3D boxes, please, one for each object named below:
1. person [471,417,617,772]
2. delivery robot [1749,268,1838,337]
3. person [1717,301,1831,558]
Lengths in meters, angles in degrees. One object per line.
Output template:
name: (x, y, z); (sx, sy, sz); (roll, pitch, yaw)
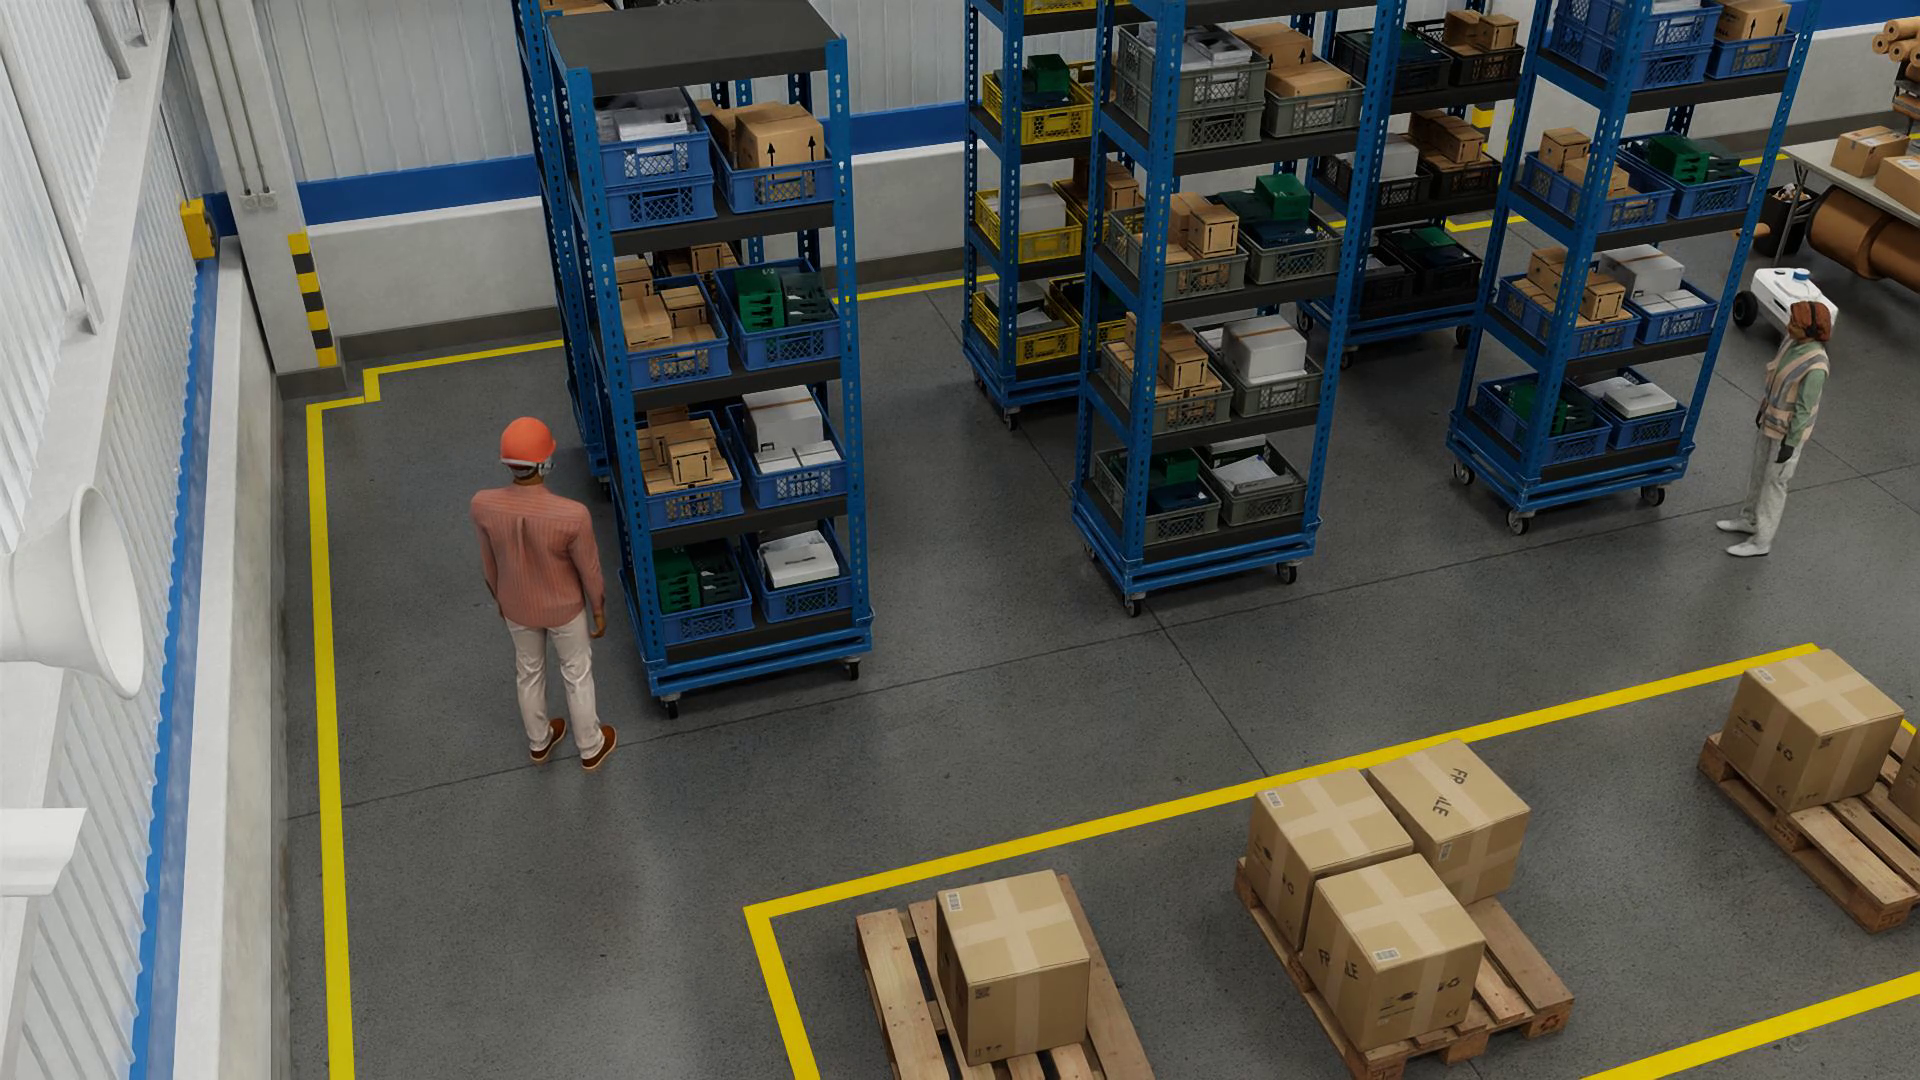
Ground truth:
person: (-2.012, 0.286, 8.157); (0.608, 1.987, 0.410); (5, 35, 7)
delivery robot: (6.105, -1.752, 12.187); (0.477, 0.478, 0.707); (-3, 35, -3)
person: (4.835, -0.660, 9.796); (0.319, 1.631, 0.526); (3, 35, 4)
